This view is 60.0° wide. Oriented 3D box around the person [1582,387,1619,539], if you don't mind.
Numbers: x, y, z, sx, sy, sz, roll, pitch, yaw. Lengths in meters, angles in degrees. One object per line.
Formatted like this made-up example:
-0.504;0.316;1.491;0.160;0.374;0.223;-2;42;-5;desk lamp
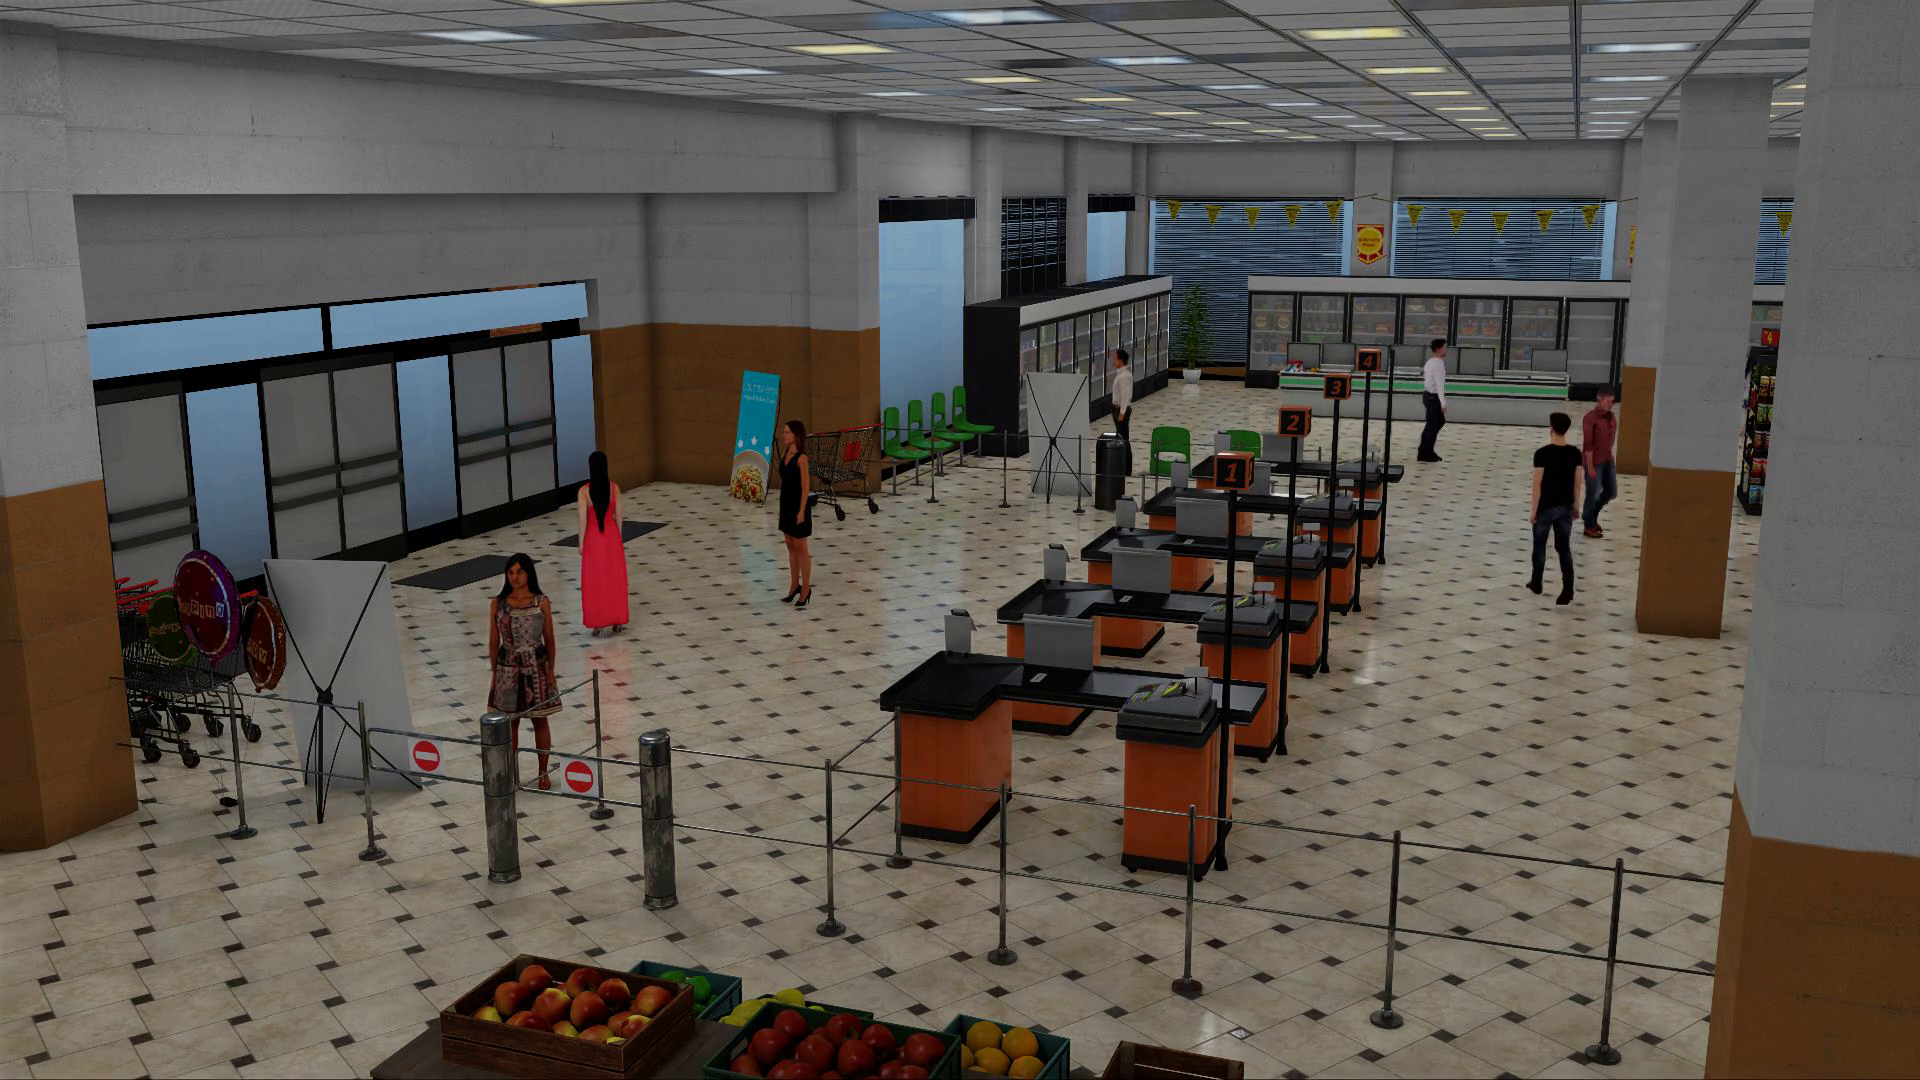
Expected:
7.425;-0.921;19.555;0.910;1.799;0.965;-9;15;-36;person

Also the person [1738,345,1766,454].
12.184;-2.169;25.731;0.643;1.695;0.597;5;13;21;person

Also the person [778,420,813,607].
-1.617;-0.264;16.348;0.730;1.834;0.635;-9;15;-36;person

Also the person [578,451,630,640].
-3.267;0.036;15.183;0.715;1.727;0.752;-8;14;-33;person

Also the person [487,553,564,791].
-2.967;0.890;11.327;0.636;1.645;0.786;-1;12;-6;person

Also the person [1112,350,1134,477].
2.331;-1.816;23.777;0.635;1.809;0.716;1;12;4;person

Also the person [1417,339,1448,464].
6.998;-2.083;24.945;0.775;1.851;0.738;0;12;0;person

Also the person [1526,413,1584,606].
5.881;-0.278;16.340;1.254;1.864;1.029;0;12;0;person
